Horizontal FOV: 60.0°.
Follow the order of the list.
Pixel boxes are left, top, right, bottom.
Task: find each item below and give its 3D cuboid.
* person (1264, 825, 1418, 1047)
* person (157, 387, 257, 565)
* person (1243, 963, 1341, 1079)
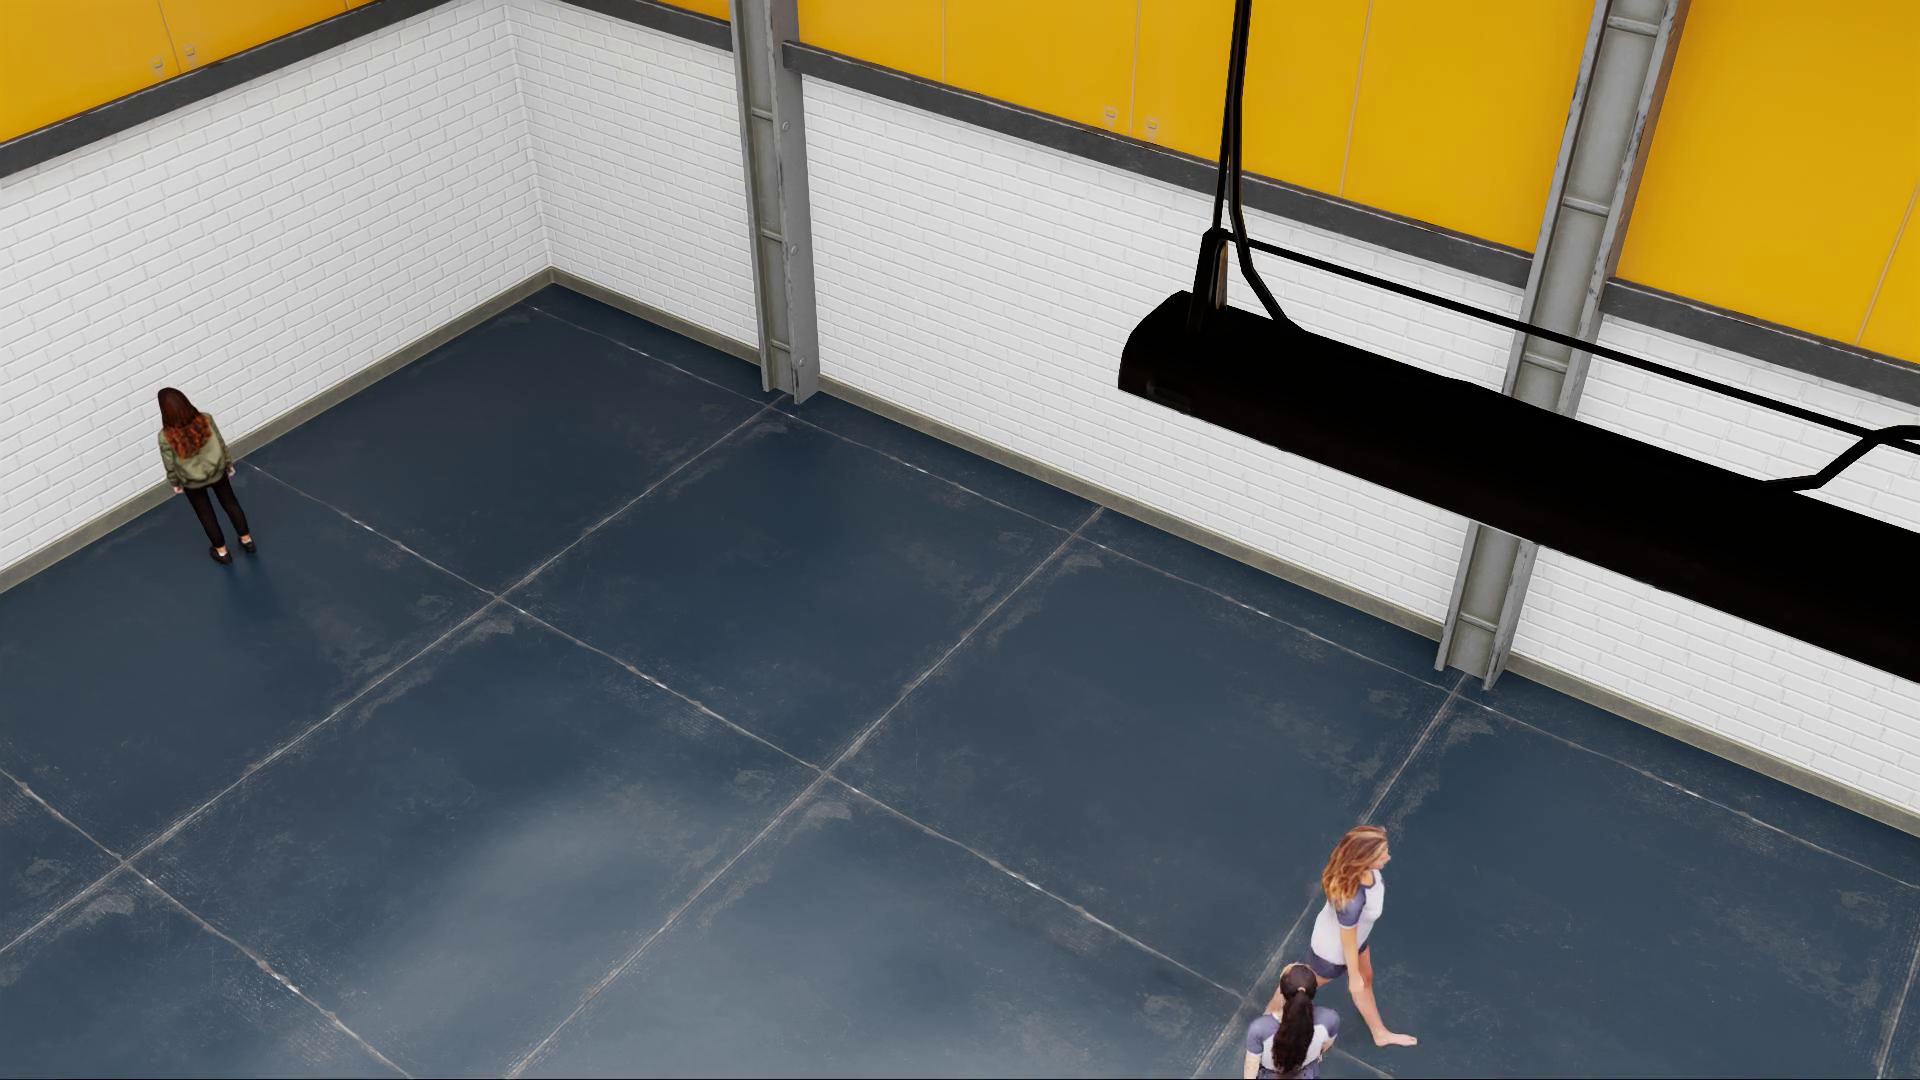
[{"bbox_3d":[1.853,2.048,8.566,1.086,1.677,0.751,14,41,17],"label":"person"},{"bbox_3d":[-5.398,-0.459,11.867,0.643,1.475,0.599,-29,47,-31],"label":"person"},{"bbox_3d":[1.558,2.652,7.865,1.072,1.606,1.039,-1,39,-1],"label":"person"}]
